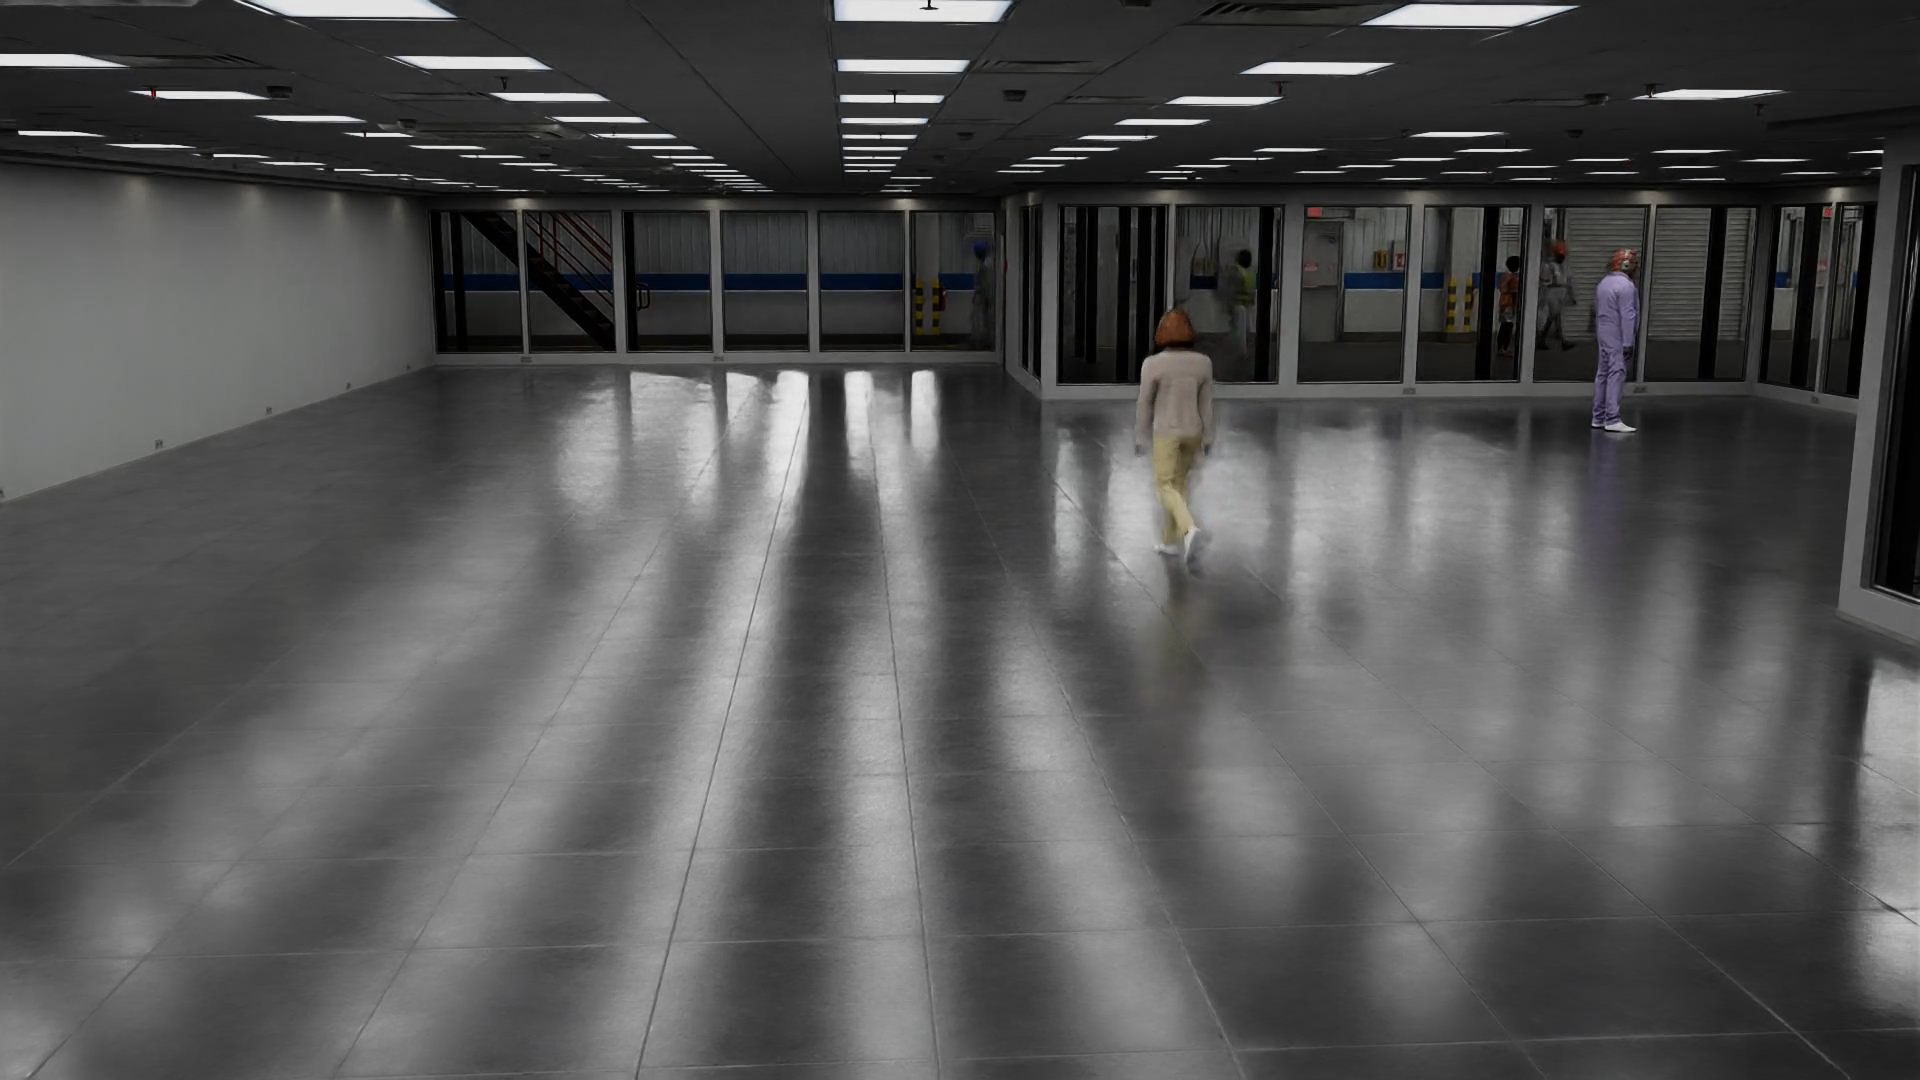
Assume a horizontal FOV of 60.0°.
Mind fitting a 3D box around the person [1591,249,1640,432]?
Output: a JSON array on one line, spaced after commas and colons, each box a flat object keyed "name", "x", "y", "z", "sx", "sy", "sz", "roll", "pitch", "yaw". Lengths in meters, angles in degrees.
[{"name": "person", "x": 6.920, "y": -2.091, "z": 17.468, "sx": 0.403, "sy": 1.904, "sz": 0.651, "roll": -1, "pitch": 11, "yaw": -4}]

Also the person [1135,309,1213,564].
[{"name": "person", "x": 1.386, "y": -0.646, "z": 10.488, "sx": 0.506, "sy": 1.610, "sz": 0.699, "roll": -4, "pitch": 11, "yaw": -21}]
